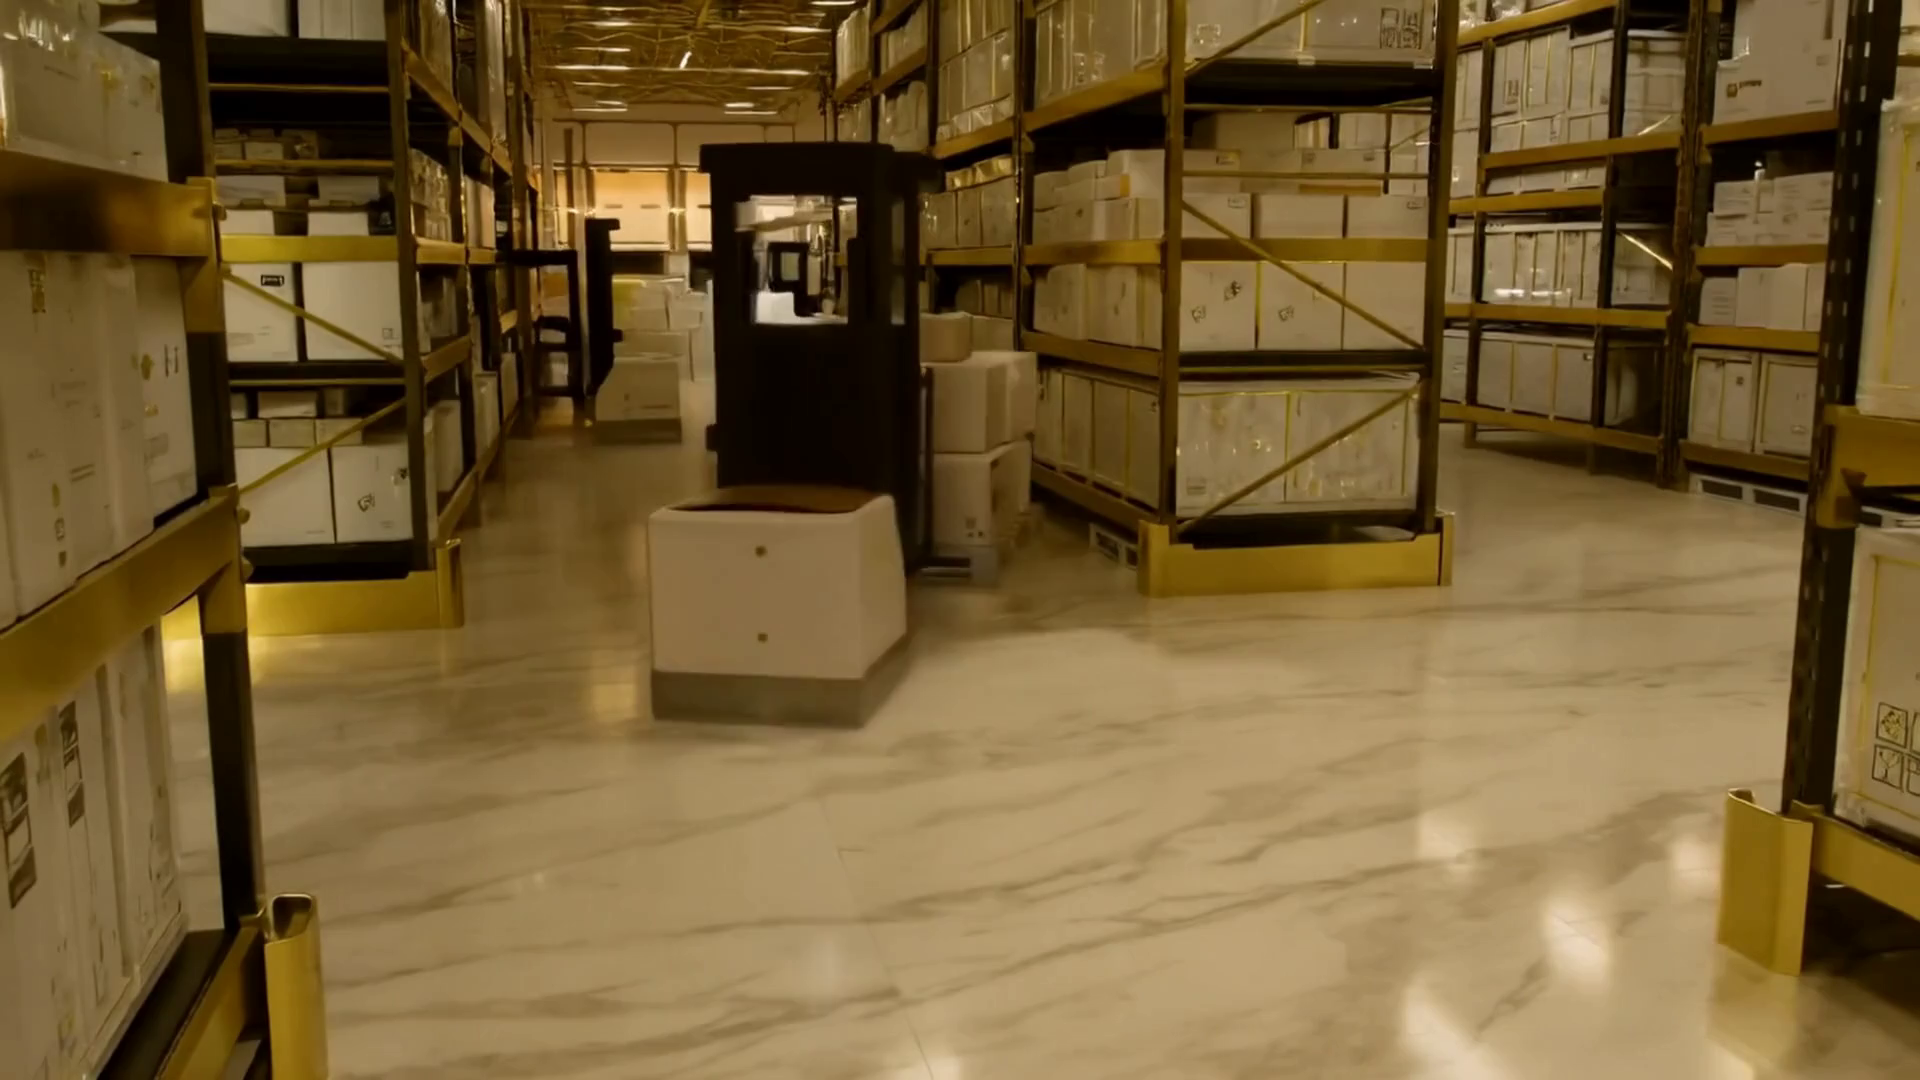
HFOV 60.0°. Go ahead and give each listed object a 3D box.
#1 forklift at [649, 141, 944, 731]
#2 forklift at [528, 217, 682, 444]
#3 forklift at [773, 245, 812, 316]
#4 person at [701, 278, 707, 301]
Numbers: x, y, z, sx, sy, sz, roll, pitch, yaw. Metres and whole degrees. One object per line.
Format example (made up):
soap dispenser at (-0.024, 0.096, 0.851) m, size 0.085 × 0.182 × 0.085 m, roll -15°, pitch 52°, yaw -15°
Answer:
forklift at (-0.806, -0.600, 8.483) m, size 1.129 × 2.768 × 1.873 m, roll 2°, pitch 9°, yaw 10°
forklift at (-4.523, -2.656, 21.012) m, size 1.873 × 2.768 × 1.129 m, roll -2°, pitch 10°, yaw -12°
forklift at (-4.787, -6.907, 46.924) m, size 1.129 × 2.768 × 1.873 m, roll 1°, pitch 9°, yaw 5°
person at (-7.471, -6.941, 50.119) m, size 0.816 × 1.903 × 0.660 m, roll 1°, pitch 9°, yaw 6°
